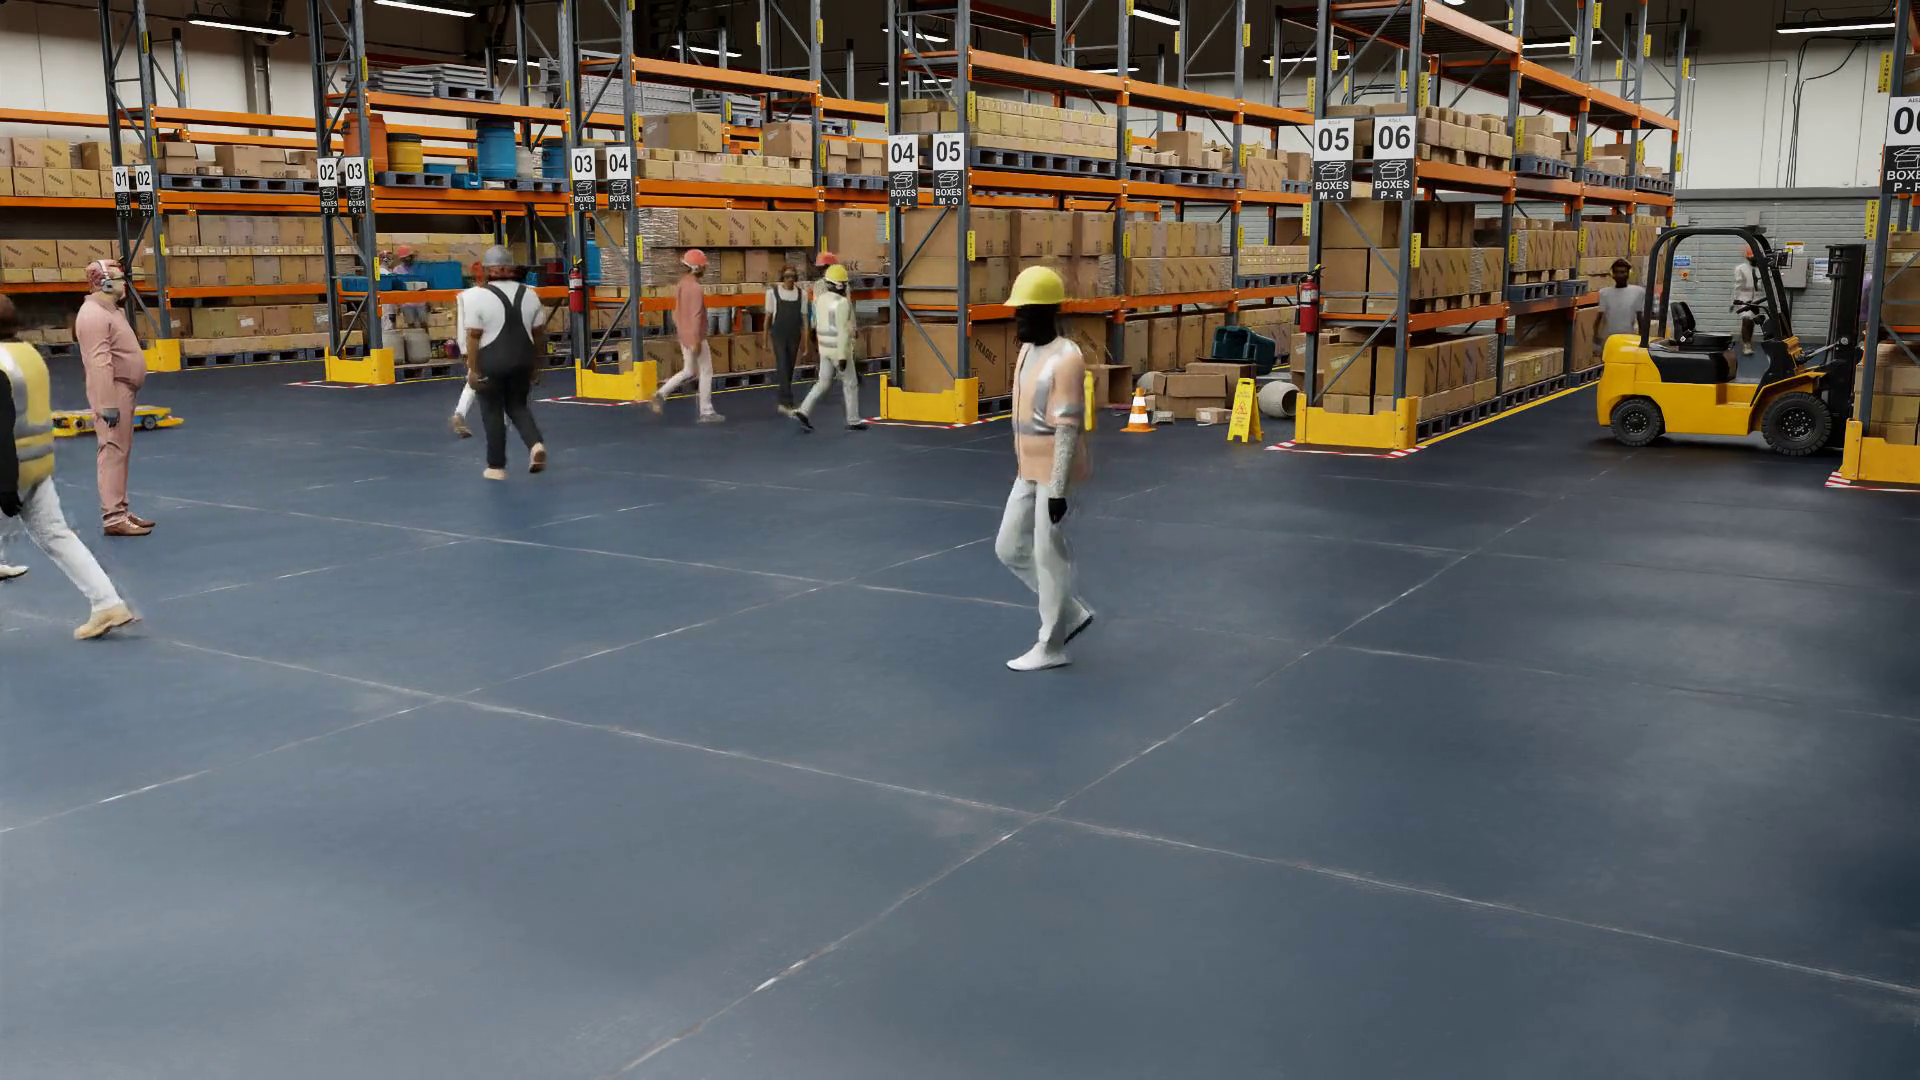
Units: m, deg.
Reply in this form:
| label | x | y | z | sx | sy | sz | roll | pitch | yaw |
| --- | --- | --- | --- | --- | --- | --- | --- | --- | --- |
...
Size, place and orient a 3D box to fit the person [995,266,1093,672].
| label | x | y | z | sx | sy | sz | roll | pitch | yaw |
| --- | --- | --- | --- | --- | --- | --- | --- | --- | --- |
| person | 0.385 | -0.322 | 7.835 | 0.411 | 1.913 | 0.614 | -4 | 11 | -19 |

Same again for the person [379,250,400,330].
| label | x | y | z | sx | sy | sz | roll | pitch | yaw |
| --- | --- | --- | --- | --- | --- | --- | --- | --- | --- |
| person | -9.138 | -3.668 | 26.613 | 0.407 | 1.906 | 0.655 | -6 | 12 | -31 |

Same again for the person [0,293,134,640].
| label | x | y | z | sx | sy | sz | roll | pitch | yaw |
| --- | --- | --- | --- | --- | --- | --- | --- | --- | --- |
| person | -4.708 | -0.341 | 8.313 | 0.972 | 1.805 | 0.632 | -1 | 10 | -5 |

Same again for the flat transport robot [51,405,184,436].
| label | x | y | z | sx | sy | sz | roll | pitch | yaw |
| --- | --- | --- | --- | --- | --- | --- | --- | --- | --- |
| flat transport robot | -9.219 | -1.297 | 17.909 | 0.652 | 0.197 | 1.431 | 6 | 12 | 32 |

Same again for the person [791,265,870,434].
| label | x | y | z | sx | sy | sz | roll | pitch | yaw |
| --- | --- | --- | --- | --- | --- | --- | --- | --- | --- |
| person | -1.381 | -2.017 | 17.665 | 0.842 | 1.806 | 0.599 | -7 | 12 | -36 |

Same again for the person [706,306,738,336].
| label | x | y | z | sx | sy | sz | roll | pitch | yaw |
| --- | --- | --- | --- | --- | --- | --- | --- | --- | --- |
| person | -3.669 | -3.441 | 25.285 | 0.625 | 1.934 | 0.364 | 1 | 10 | 4 |

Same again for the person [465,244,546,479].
| label | x | y | z | sx | sy | sz | roll | pitch | yaw |
| --- | --- | --- | --- | --- | --- | --- | --- | --- | --- |
| person | -3.912 | -1.523 | 14.220 | 0.684 | 2.000 | 0.619 | -10 | 14 | -43 |

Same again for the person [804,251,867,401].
| label | x | y | z | sx | sy | sz | roll | pitch | yaw |
| --- | --- | --- | --- | --- | --- | --- | --- | --- | --- |
| person | -1.602 | -2.780 | 21.599 | 1.090 | 1.934 | 0.634 | -9 | 14 | -42 |

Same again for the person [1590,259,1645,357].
| label | x | y | z | sx | sy | sz | roll | pitch | yaw |
| --- | --- | --- | --- | --- | --- | --- | --- | --- | --- |
| person | 7.427 | -2.240 | 18.791 | 0.549 | 1.837 | 0.785 | 5 | 11 | 24 |

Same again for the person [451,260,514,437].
| label | x | y | z | sx | sy | sz | roll | pitch | yaw |
| --- | --- | --- | --- | --- | --- | --- | --- | --- | --- |
| person | -5.036 | -2.003 | 17.447 | 0.584 | 1.858 | 0.860 | 3 | 11 | 17 |

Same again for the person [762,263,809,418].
| label | x | y | z | sx | sy | sz | roll | pitch | yaw |
| --- | --- | --- | --- | --- | --- | --- | --- | --- | --- |
| person | -2.048 | -2.347 | 19.539 | 0.524 | 1.801 | 0.872 | -4 | 11 | -23 |

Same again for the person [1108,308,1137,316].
| label | x | y | z | sx | sy | sz | roll | pitch | yaw |
| --- | --- | --- | --- | --- | --- | --- | --- | --- | --- |
| person | 2.560 | -3.637 | 26.521 | 0.594 | 1.885 | 0.897 | 6 | 12 | 29 |

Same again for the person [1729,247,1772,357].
| label | x | y | z | sx | sy | sz | roll | pitch | yaw |
| --- | --- | --- | --- | --- | --- | --- | --- | --- | --- |
| person | 14.178 | -4.263 | 29.752 | 0.703 | 1.969 | 1.024 | 1 | 10 | 8 |

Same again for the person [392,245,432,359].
| label | x | y | z | sx | sy | sz | roll | pitch | yaw |
| --- | --- | --- | --- | --- | --- | --- | --- | --- | --- |
| person | -9.347 | -4.032 | 28.395 | 0.634 | 1.993 | 0.553 | -6 | 12 | -30 |

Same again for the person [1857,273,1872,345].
| label | x | y | z | sx | sy | sz | roll | pitch | yaw |
| --- | --- | --- | --- | --- | --- | --- | --- | --- | --- |
| person | 12.820 | -3.183 | 23.874 | 0.629 | 1.916 | 0.394 | 8 | 13 | 38 |

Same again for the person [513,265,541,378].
| label | x | y | z | sx | sy | sz | roll | pitch | yaw |
| --- | --- | --- | --- | --- | --- | --- | --- | --- | --- |
| person | -6.557 | -3.266 | 24.946 | 0.536 | 1.696 | 0.321 | -1 | 10 | -5 |

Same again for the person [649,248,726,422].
| label | x | y | z | sx | sy | sz | roll | pitch | yaw |
| --- | --- | --- | --- | --- | --- | --- | --- | --- | --- |
| person | -3.076 | -2.289 | 18.715 | 0.777 | 1.965 | 0.614 | -6 | 12 | -32 |

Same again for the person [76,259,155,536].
| label | x | y | z | sx | sy | sz | roll | pitch | yaw |
| --- | --- | --- | --- | --- | --- | --- | --- | --- | --- |
| person | -5.869 | -0.986 | 11.580 | 0.409 | 1.908 | 0.652 | -4 | 11 | -20 |

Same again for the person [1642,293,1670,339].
| label | x | y | z | sx | sy | sz | roll | pitch | yaw |
| --- | --- | --- | --- | --- | --- | --- | --- | --- | --- |
| person | 12.711 | -4.211 | 30.558 | 0.529 | 1.587 | 0.900 | -10 | 14 | -43 |

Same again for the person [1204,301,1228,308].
| label | x | y | z | sx | sy | sz | roll | pitch | yaw |
| --- | --- | --- | --- | --- | --- | --- | --- | --- | --- |
| person | 4.666 | -4.277 | 30.059 | 0.553 | 1.906 | 0.899 | 5 | 11 | 27 |

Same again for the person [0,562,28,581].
| label | x | y | z | sx | sy | sz | roll | pitch | yaw |
| --- | --- | --- | --- | --- | --- | --- | --- | --- | --- |
| person | -5.995 | -0.535 | 9.594 | 0.925 | 1.715 | 0.545 | -8 | 13 | -38 |
